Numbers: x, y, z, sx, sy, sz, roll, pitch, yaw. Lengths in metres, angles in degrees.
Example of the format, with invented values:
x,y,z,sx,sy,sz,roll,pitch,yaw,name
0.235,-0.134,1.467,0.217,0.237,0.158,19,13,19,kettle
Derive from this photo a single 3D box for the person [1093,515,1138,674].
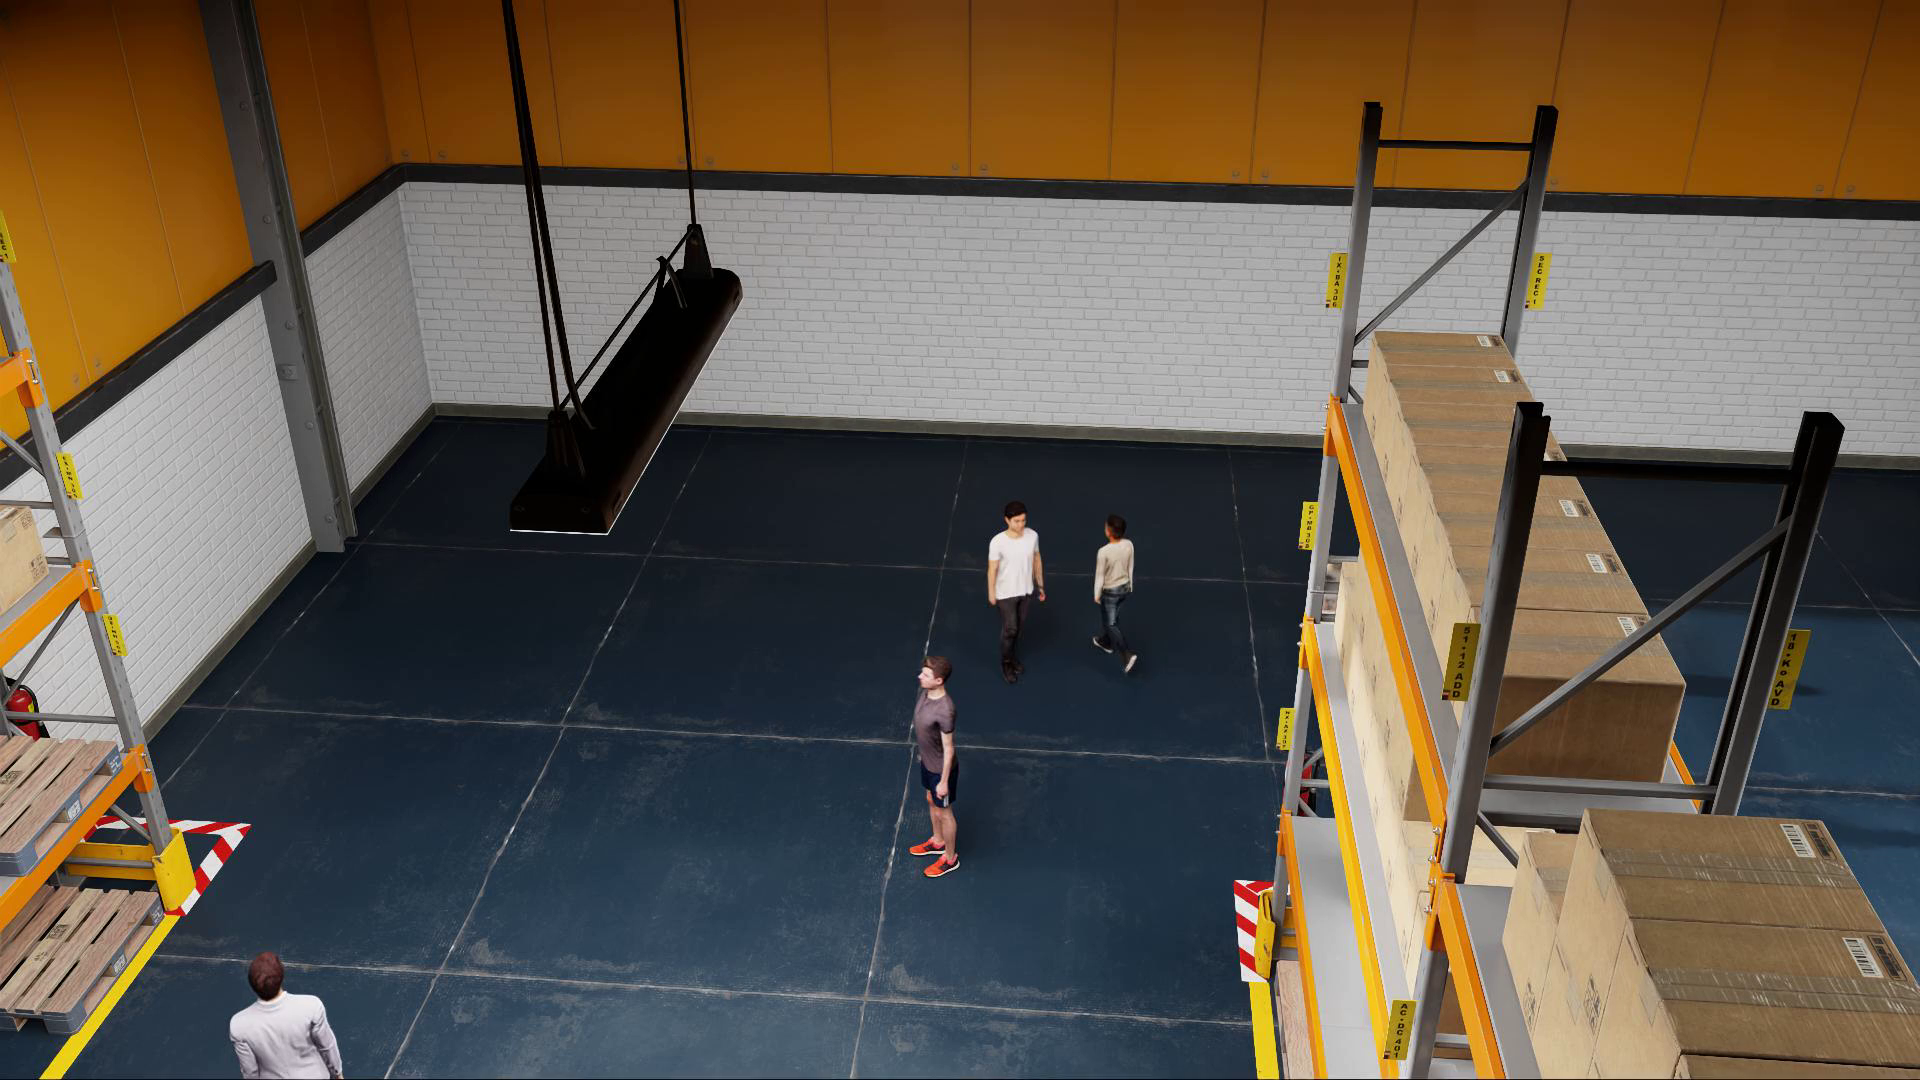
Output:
x,y,z,sx,sy,sz,roll,pitch,yaw,name
1.407,0.487,14.751,0.900,1.441,1.009,-18,33,-29,person

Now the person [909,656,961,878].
x,y,z,sx,sy,sz,roll,pitch,yaw,name
-0.155,1.637,12.212,0.789,1.853,0.641,-9,30,-16,person

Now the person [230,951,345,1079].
x,y,z,sx,sy,sz,roll,pitch,yaw,name
-3.809,3.107,9.519,0.763,1.852,0.757,-12,31,-21,person

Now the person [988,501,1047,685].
x,y,z,sx,sy,sz,roll,pitch,yaw,name
0.448,0.391,14.647,0.763,1.708,0.808,-16,33,-27,person
